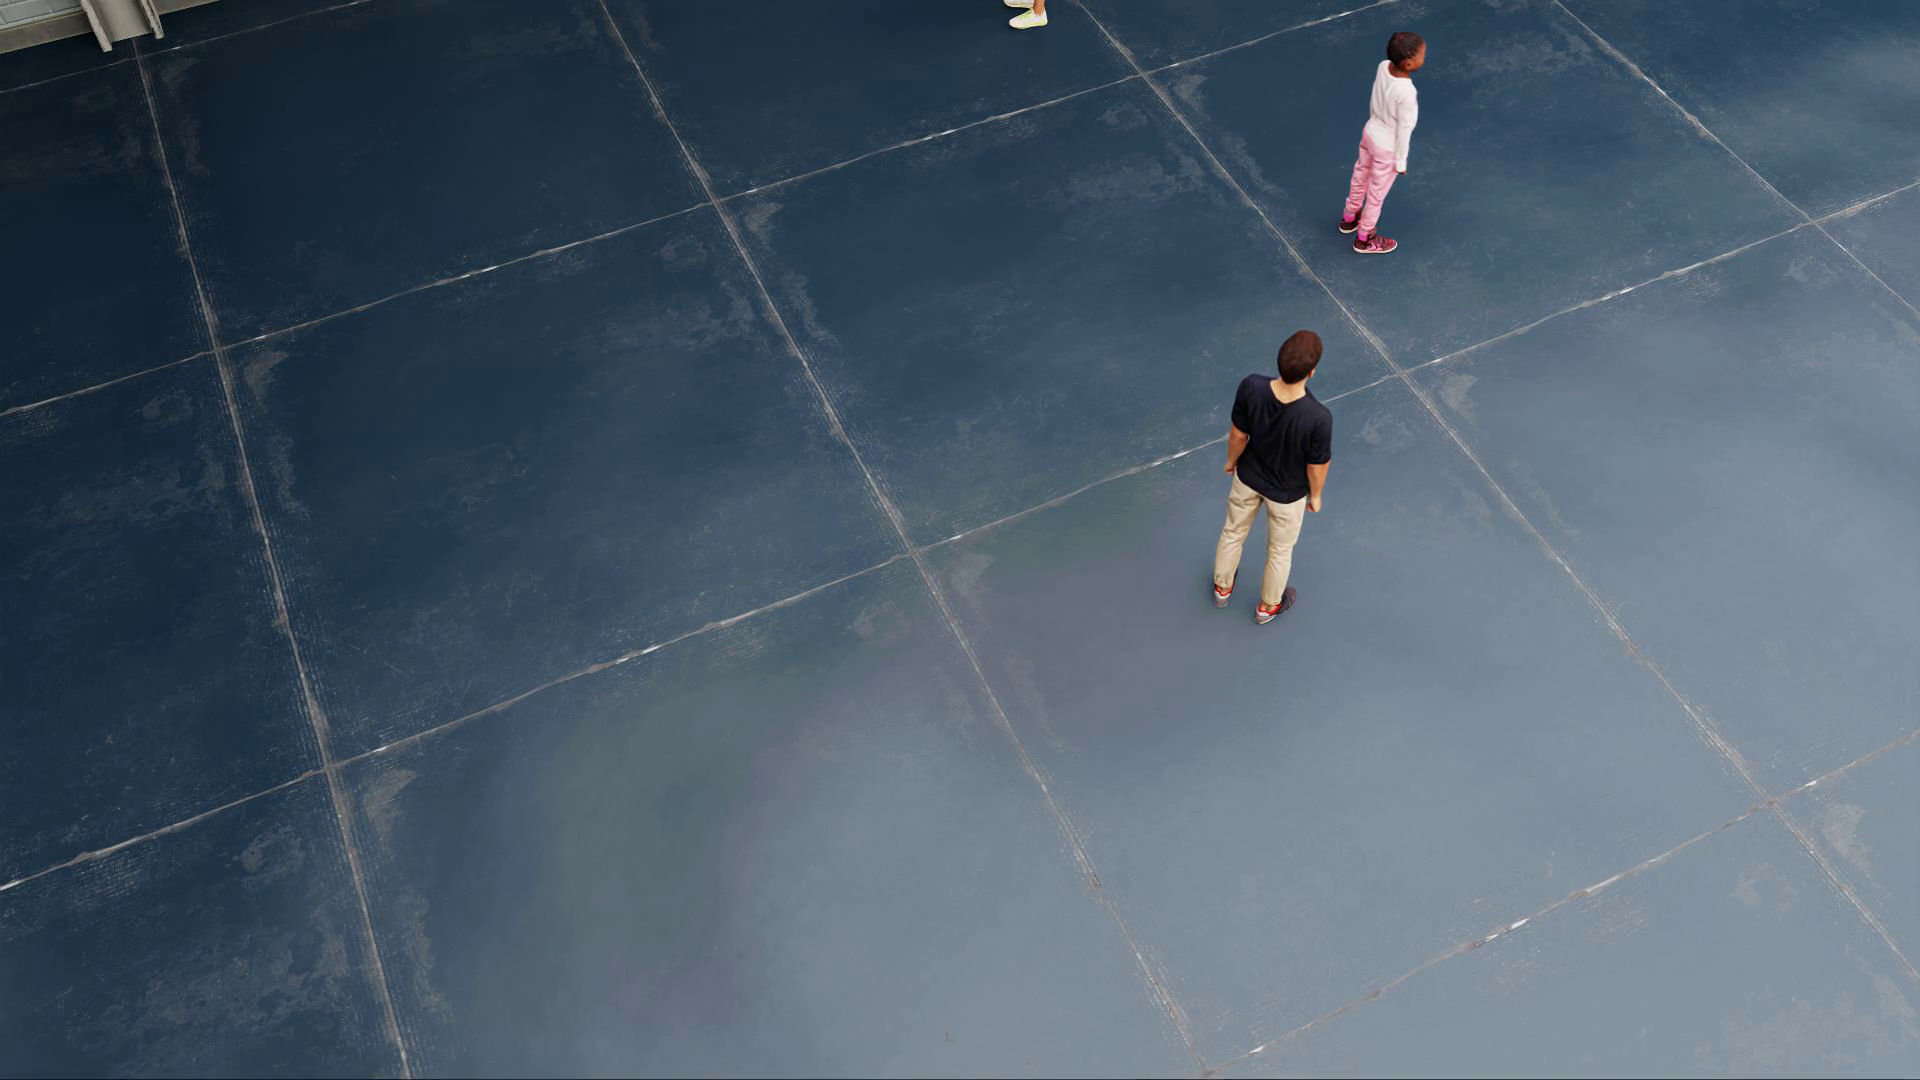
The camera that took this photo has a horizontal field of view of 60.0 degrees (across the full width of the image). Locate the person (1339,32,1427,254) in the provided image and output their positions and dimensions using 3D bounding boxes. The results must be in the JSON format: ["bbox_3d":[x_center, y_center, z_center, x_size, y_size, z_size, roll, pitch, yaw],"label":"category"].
[{"bbox_3d":[2.416,-2.278,9.470,0.546,1.441,0.580,-12,53,-9],"label":"person"}]

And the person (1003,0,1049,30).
[{"bbox_3d":[0.481,-4.134,10.686,0.682,1.791,0.665,0,52,0],"label":"person"}]

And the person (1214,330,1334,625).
[{"bbox_3d":[1.433,-0.270,7.650,0.715,1.859,0.720,26,57,19],"label":"person"}]
